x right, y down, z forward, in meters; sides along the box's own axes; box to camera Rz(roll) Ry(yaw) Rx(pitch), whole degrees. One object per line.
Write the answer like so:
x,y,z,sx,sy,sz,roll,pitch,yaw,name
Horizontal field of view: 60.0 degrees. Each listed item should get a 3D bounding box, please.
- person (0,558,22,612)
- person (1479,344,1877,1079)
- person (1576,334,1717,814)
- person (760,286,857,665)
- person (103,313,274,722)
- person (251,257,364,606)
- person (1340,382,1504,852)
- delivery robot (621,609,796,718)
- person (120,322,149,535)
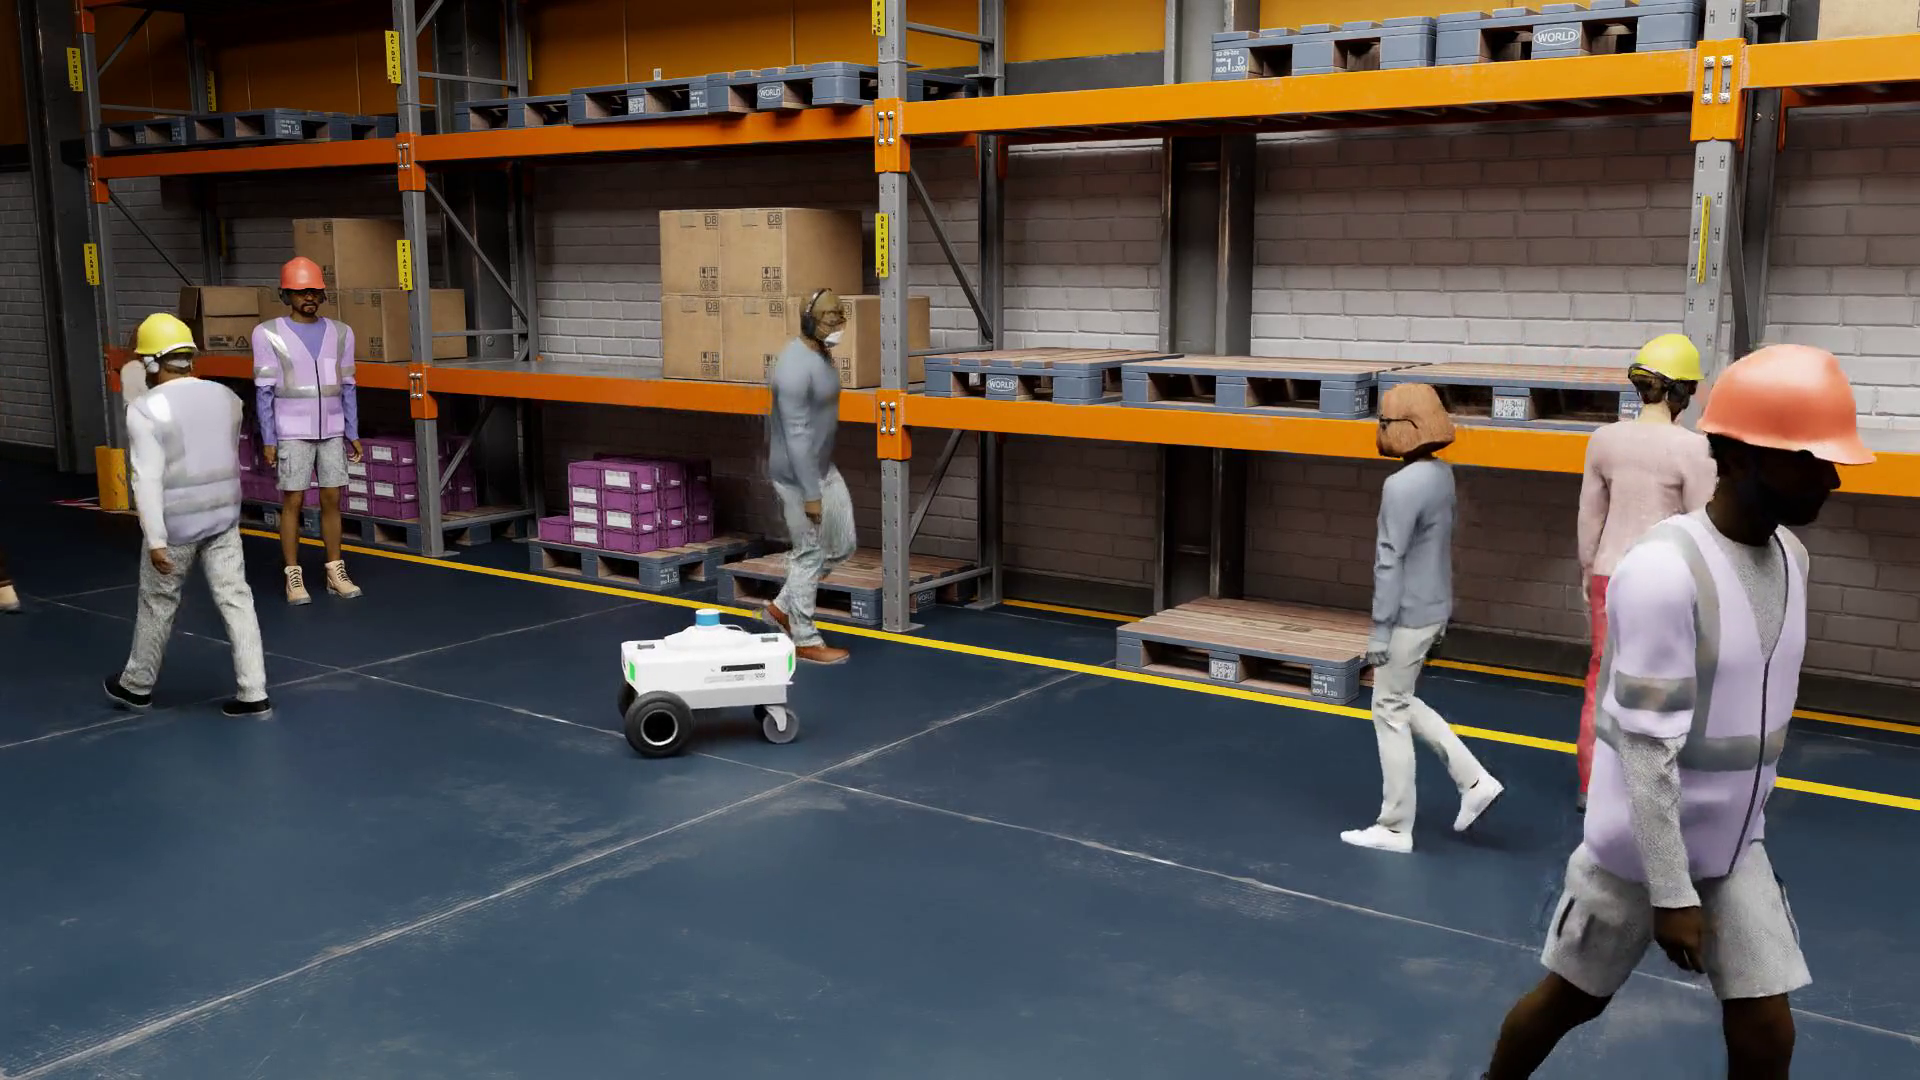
-5.811,-0.388,9.518,0.923,1.640,0.542,1,10,8,person
1.379,0.550,3.264,0.537,1.887,0.954,-5,11,-28,person
2.469,0.150,5.963,0.326,1.767,0.533,-6,11,-33,person
-0.746,-0.289,8.192,0.482,1.899,0.680,2,10,11,person
-3.443,-0.091,7.324,0.918,1.788,0.610,5,11,27,person
-3.837,-0.642,9.856,0.607,2.044,0.379,-9,13,-44,person
1.575,0.278,5.643,0.429,1.621,0.505,6,11,31,person
-1.055,0.534,6.995,0.707,0.478,0.477,-3,10,-15,delivery robot
-5.422,-0.666,11.249,0.372,1.622,0.506,5,11,26,person
